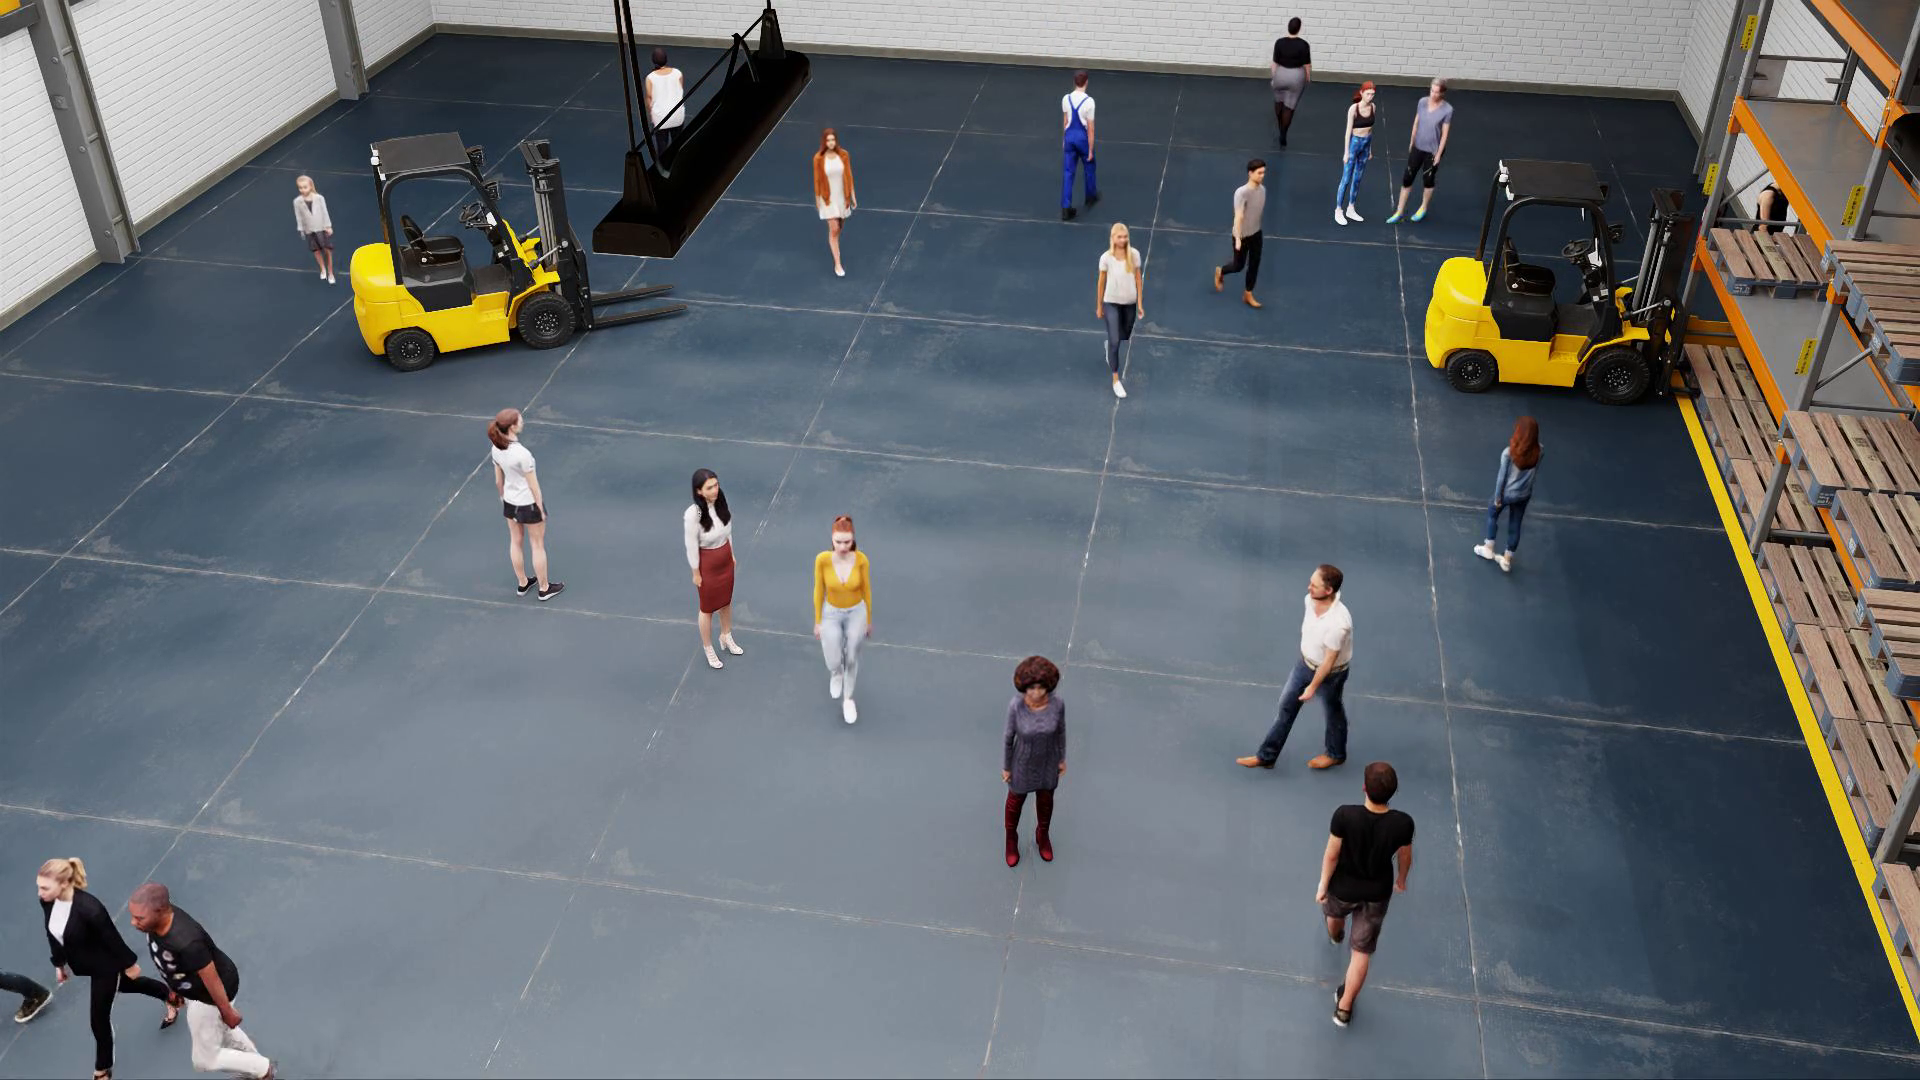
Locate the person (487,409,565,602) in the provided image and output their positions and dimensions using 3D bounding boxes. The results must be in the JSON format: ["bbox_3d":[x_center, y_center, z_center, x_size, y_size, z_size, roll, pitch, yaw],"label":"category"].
[{"bbox_3d":[-3.647,-0.290,13.833,0.617,1.751,0.609,14,36,21],"label":"person"}]

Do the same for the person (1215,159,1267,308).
[{"bbox_3d":[3.174,-3.466,18.654,0.924,1.703,0.998,-20,38,-27],"label":"person"}]

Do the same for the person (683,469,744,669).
[{"bbox_3d":[-1.936,0.217,13.072,0.731,1.750,0.612,24,41,32],"label":"person"}]

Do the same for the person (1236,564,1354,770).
[{"bbox_3d":[2.692,0.946,11.917,1.058,1.813,1.135,-11,35,-16],"label":"person"}]

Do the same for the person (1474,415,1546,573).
[{"bbox_3d":[4.770,-0.365,14.206,0.652,1.464,0.700,-5,34,-8],"label":"person"}]

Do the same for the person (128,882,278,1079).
[{"bbox_3d":[-4.242,2.549,9.531,0.801,1.785,0.839,27,42,34],"label":"person"}]

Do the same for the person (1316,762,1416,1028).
[{"bbox_3d":[2.422,2.171,10.070,0.700,1.818,1.161,6,34,9],"label":"person"}]

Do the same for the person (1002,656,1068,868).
[{"bbox_3d":[0.498,1.490,11.192,0.652,1.710,0.617,-5,34,-7],"label":"person"}]

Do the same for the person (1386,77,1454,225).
[{"bbox_3d":[5.822,-4.822,20.556,0.965,1.857,1.088,28,43,35],"label":"person"}]

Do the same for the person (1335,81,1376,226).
[{"bbox_3d":[4.918,-4.810,20.601,0.694,1.788,0.745,-16,37,-23],"label":"person"}]

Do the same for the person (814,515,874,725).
[{"bbox_3d":[-0.888,0.549,12.578,0.722,1.744,0.824,-4,34,-6],"label":"person"}]

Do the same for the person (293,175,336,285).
[{"bbox_3d":[-7.480,-3.636,19.312,0.648,1.258,0.737,-8,34,-11],"label":"person"}]

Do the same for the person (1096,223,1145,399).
[{"bbox_3d":[1.605,-2.420,17.008,0.915,1.784,1.196,-8,34,-12],"label":"person"}]

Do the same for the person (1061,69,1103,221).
[{"bbox_3d":[1.425,-4.883,20.686,0.883,1.815,1.181,17,37,24],"label":"person"}]

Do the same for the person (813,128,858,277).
[{"bbox_3d":[-1.484,-4.038,19.527,0.981,1.690,1.168,-13,36,-19],"label":"person"}]

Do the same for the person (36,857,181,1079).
[{"bbox_3d":[-4.989,2.452,9.787,0.821,1.663,1.144,15,36,21],"label":"person"}]

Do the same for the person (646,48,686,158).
[{"bbox_3d":[-3.869,-5.658,21.969,0.759,1.685,0.784,-12,36,-18],"label":"person"}]

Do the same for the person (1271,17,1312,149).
[{"bbox_3d":[4.496,-6.243,22.809,0.875,1.730,1.067,18,37,25],"label":"person"}]
